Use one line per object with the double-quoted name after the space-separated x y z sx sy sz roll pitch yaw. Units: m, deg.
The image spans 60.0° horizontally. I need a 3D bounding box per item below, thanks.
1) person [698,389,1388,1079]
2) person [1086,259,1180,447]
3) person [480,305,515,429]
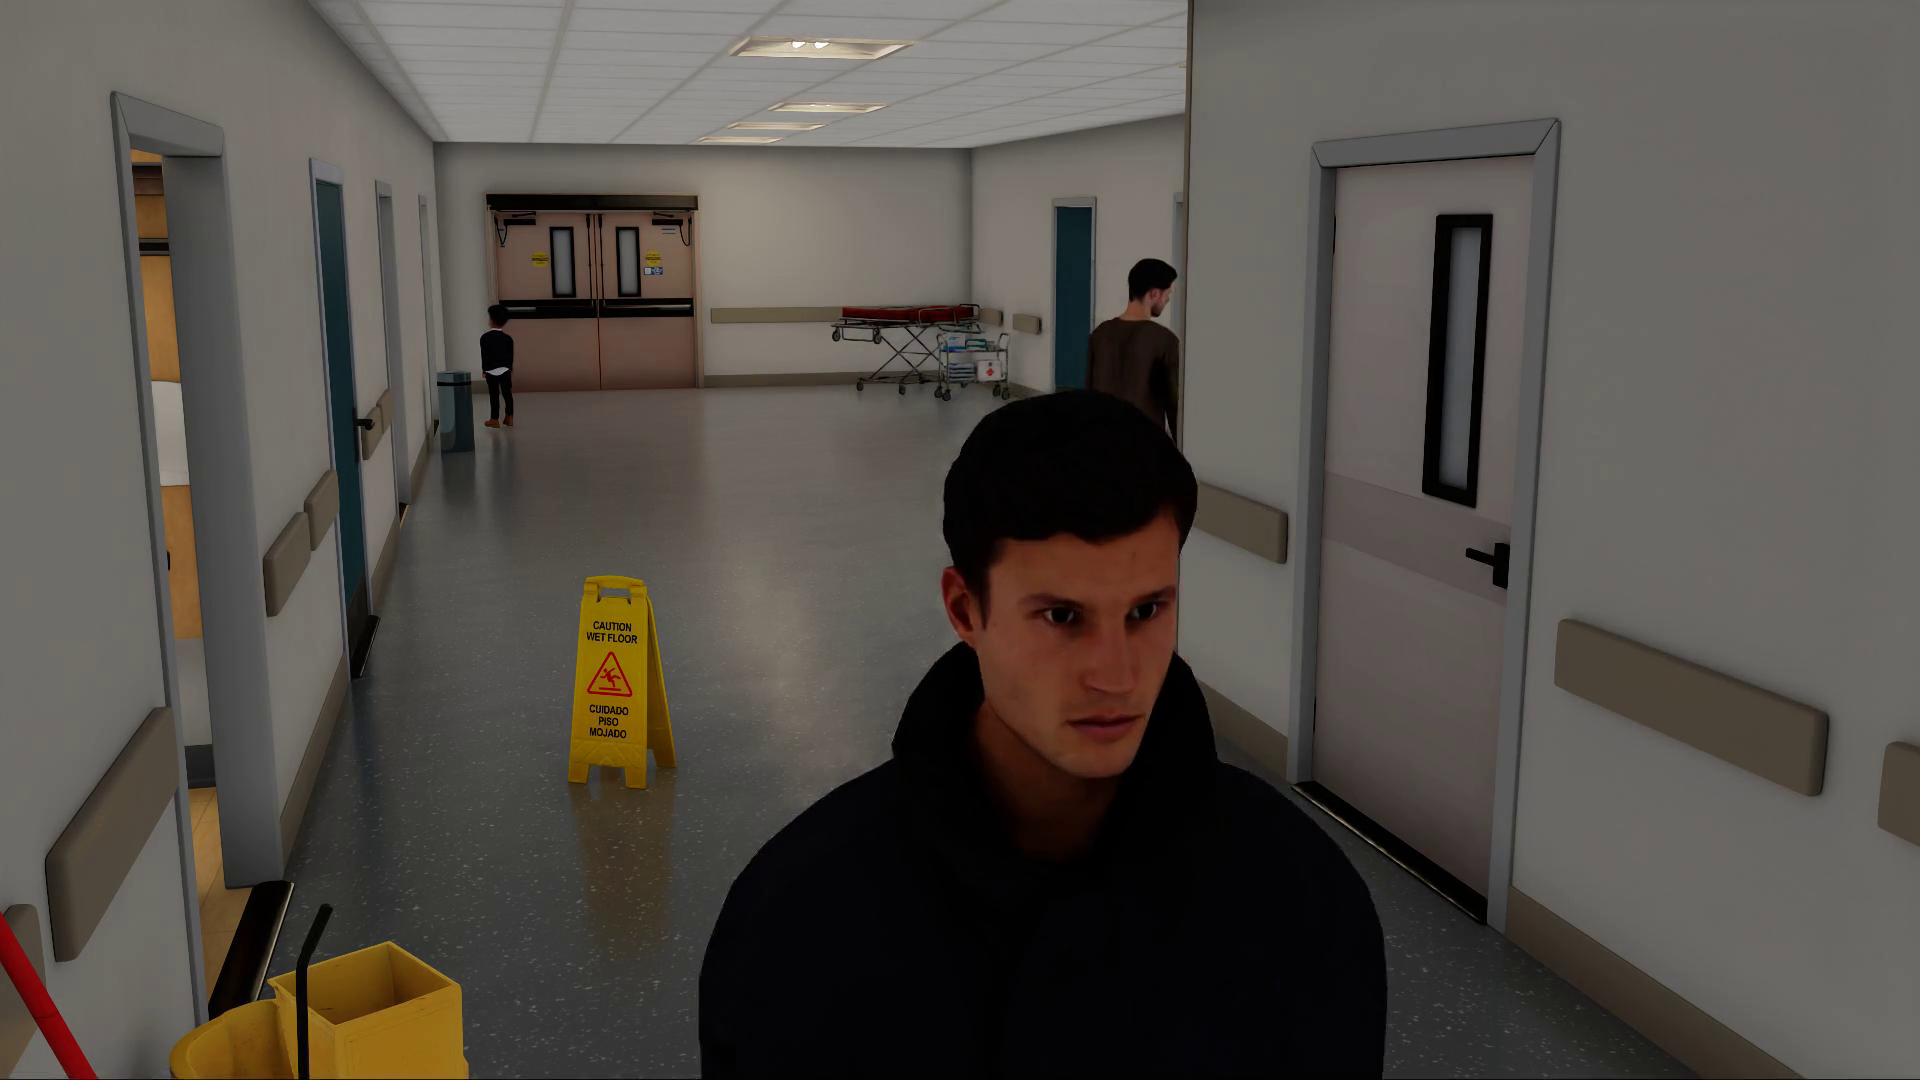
0.045 0.802 1.524 0.838 1.910 0.959 -1 11 -7 "person"
0.749 -0.351 7.830 1.182 1.823 1.139 8 13 36 "person"
-4.635 -1.748 16.690 0.586 1.226 0.619 -9 14 -40 "person"
